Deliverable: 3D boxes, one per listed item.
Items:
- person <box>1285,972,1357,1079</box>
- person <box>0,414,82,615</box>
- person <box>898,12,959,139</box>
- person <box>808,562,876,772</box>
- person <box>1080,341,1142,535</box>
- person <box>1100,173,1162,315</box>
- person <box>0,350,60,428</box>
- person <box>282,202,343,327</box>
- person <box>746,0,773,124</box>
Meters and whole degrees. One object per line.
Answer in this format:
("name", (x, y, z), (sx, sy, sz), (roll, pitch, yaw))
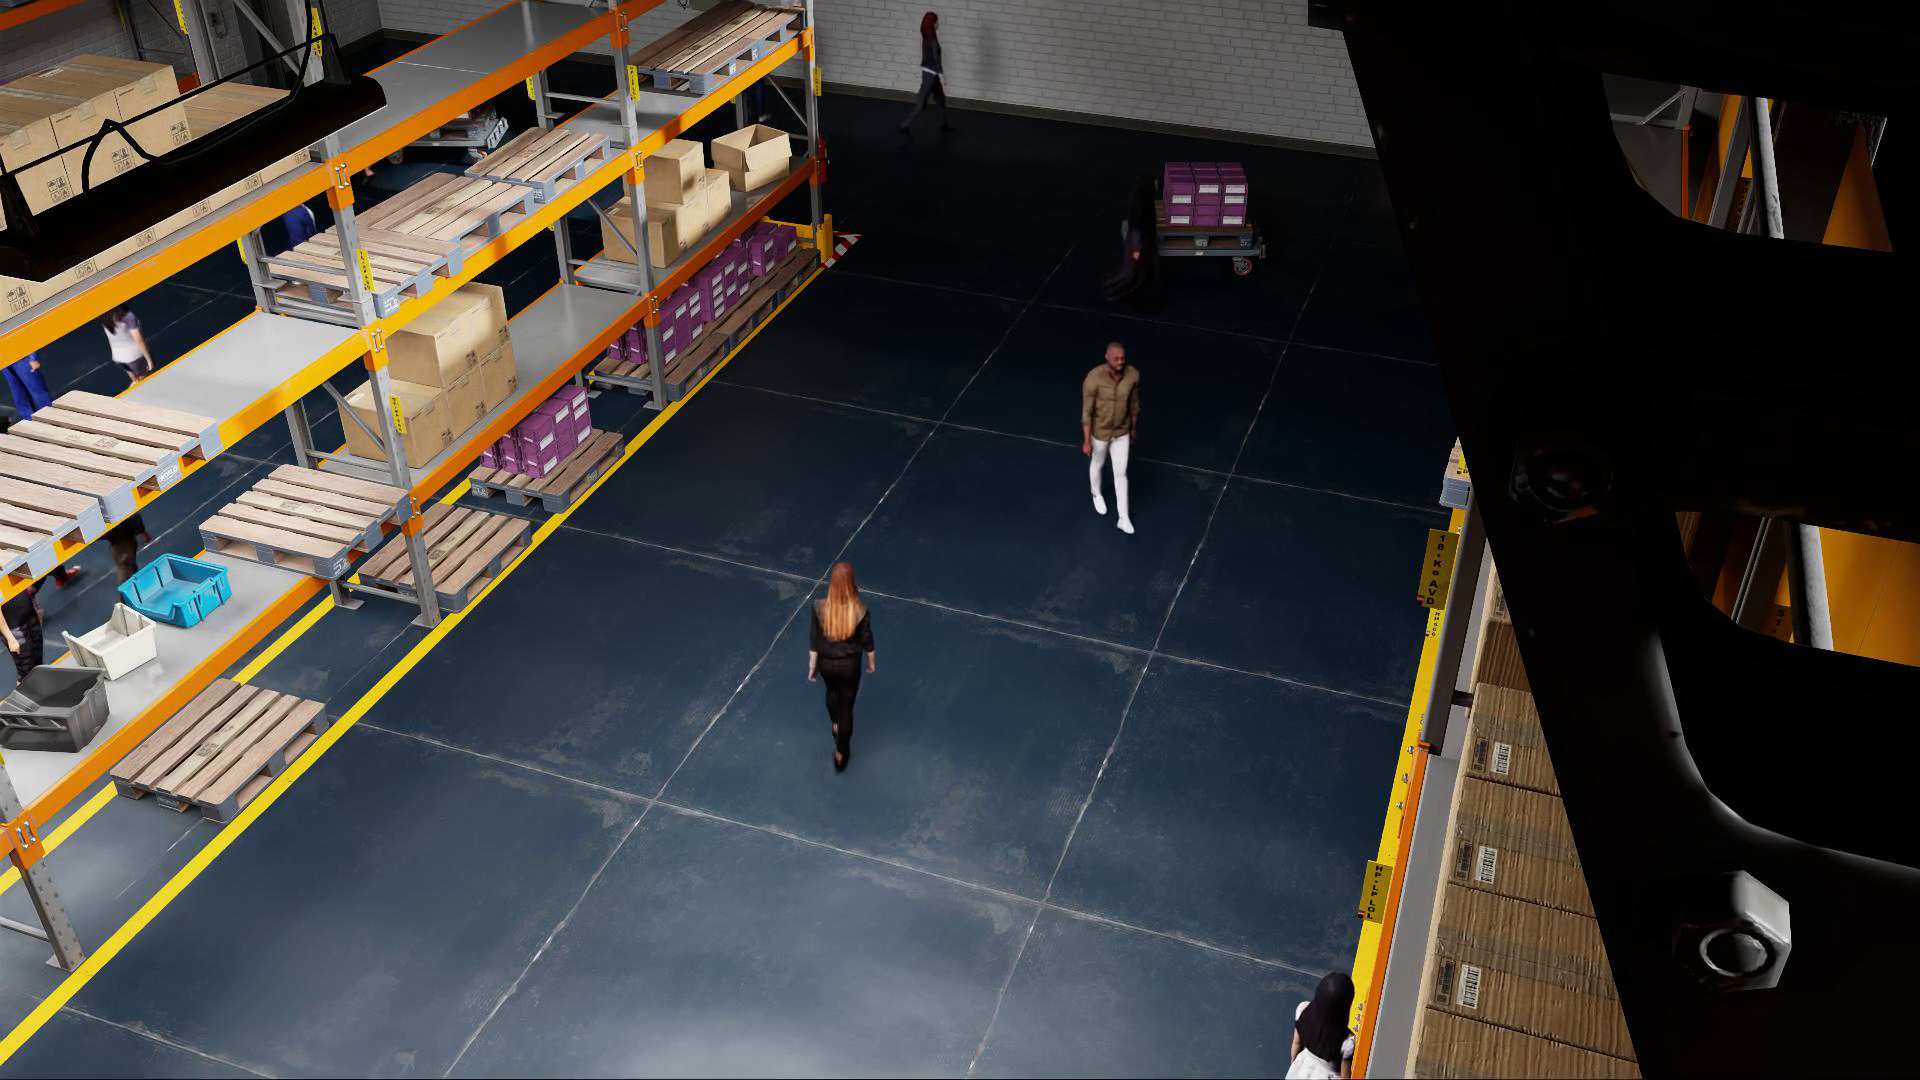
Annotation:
("person", (1.936, 3.005, 9.004), (0.803, 1.769, 0.777), (-24, 41, -32))
("person", (-7.813, -0.200, 13.854), (0.730, 1.738, 1.085), (7, 34, 10))
("person", (-0.490, -6.445, 23.243), (1.079, 1.744, 1.133), (-8, 35, -12))
("person", (-0.890, 0.976, 12.127), (0.720, 1.692, 0.887), (4, 34, 7))
("person", (1.320, -1.016, 15.031), (1.082, 1.794, 1.208), (-7, 34, -11))
("person", (1.955, -3.343, 18.715), (0.808, 1.590, 1.005), (20, 39, 27))
("person", (-9.168, -1.794, 16.137), (0.711, 1.864, 0.635), (7, 34, 11))
("person", (-7.163, -3.057, 18.089), (0.725, 1.808, 1.170), (15, 36, 21))
("person", (-3.005, -6.890, 23.932), (0.577, 1.723, 0.518), (13, 36, 18))
